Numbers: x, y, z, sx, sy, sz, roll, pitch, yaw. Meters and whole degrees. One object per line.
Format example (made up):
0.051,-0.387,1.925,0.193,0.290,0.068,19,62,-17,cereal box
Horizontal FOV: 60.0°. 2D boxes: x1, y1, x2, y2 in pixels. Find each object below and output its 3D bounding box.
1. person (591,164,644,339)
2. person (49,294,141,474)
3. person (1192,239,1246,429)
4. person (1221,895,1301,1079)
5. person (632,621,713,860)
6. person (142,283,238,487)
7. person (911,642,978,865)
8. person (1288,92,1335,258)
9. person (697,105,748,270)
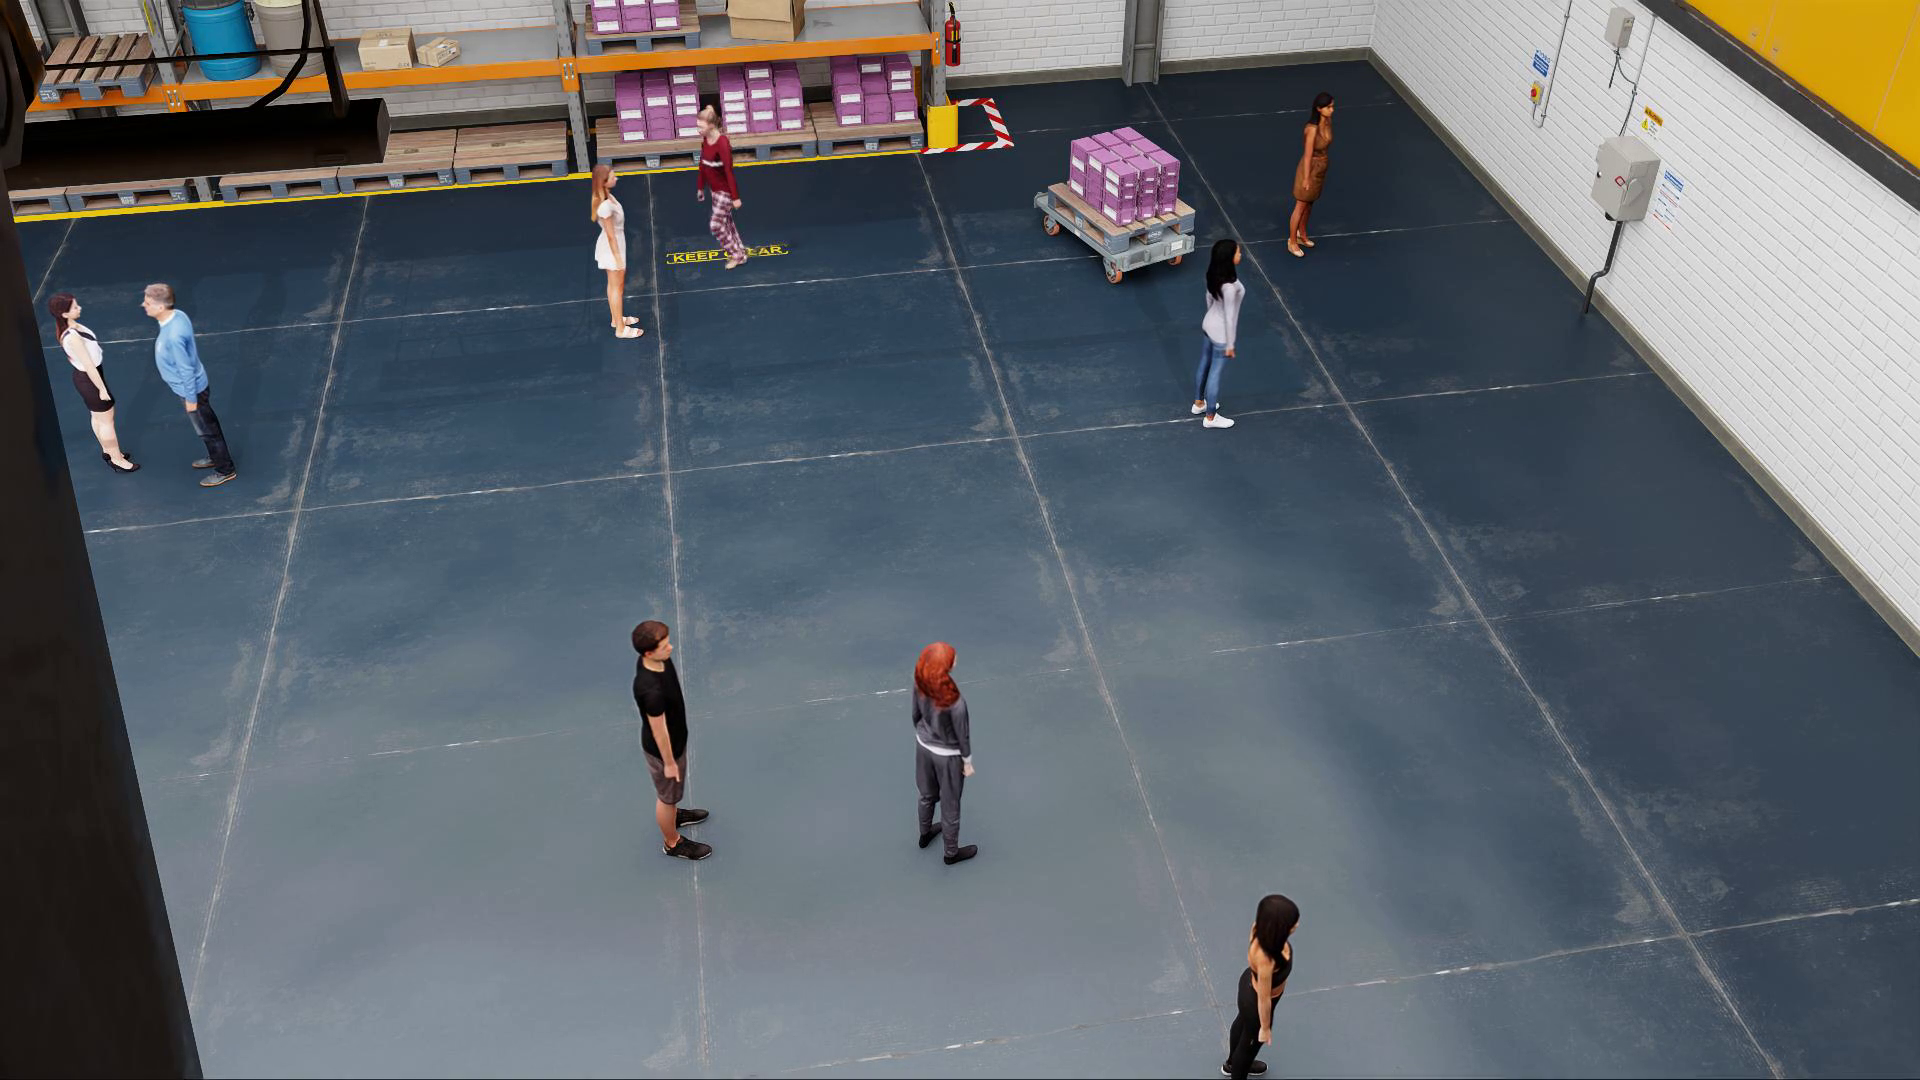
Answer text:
-3.203,-2.668,15.293,0.576,1.697,0.581,-10,40,-12,person
-7.097,-1.285,13.601,0.654,1.648,0.641,-27,46,-30,person
2.182,-1.764,14.130,0.536,1.735,0.617,-9,39,-11,person
1.596,2.453,8.924,0.578,1.643,0.617,4,39,5,person
-1.834,1.208,10.308,0.557,1.861,0.687,-5,39,-7,person
-6.235,-1.284,13.461,0.681,1.820,0.717,-18,42,-21,person
-0.115,1.304,10.253,0.658,1.780,0.683,31,48,33,person
3.500,-3.646,16.524,0.698,1.689,0.632,25,45,27,person
-2.258,-3.453,16.278,0.782,1.694,0.775,-24,44,-27,person
